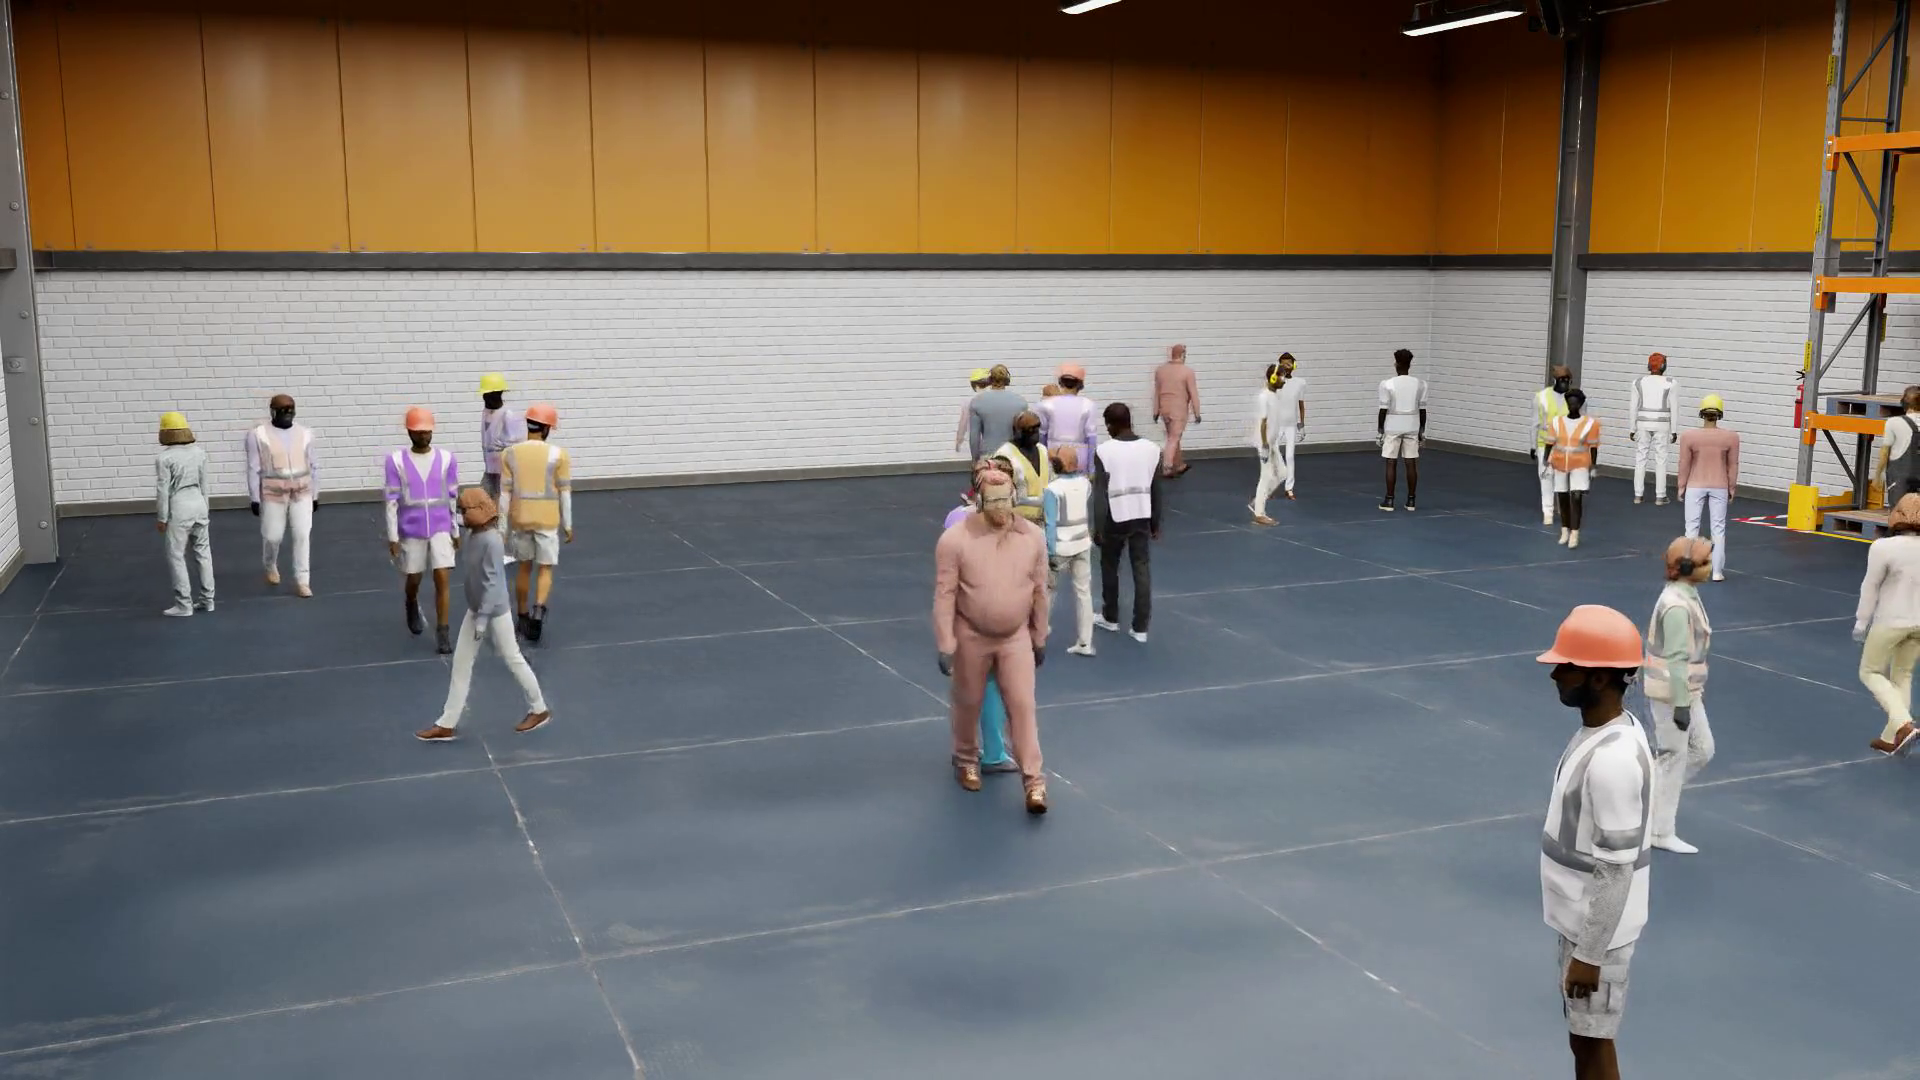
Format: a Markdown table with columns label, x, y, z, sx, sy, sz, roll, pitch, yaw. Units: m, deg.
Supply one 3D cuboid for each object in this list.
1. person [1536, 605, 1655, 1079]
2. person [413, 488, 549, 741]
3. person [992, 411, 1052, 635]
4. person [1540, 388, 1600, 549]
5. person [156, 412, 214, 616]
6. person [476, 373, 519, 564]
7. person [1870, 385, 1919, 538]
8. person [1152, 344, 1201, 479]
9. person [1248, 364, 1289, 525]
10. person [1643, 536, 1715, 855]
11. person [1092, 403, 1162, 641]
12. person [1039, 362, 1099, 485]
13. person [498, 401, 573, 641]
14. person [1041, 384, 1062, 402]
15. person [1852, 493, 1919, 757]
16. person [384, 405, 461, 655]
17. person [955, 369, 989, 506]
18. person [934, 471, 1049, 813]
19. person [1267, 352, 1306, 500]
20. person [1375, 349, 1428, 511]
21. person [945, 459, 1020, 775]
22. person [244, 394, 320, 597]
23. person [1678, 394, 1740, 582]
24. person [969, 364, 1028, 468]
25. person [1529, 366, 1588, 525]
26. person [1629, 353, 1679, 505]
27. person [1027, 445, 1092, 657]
| label | x | y | z | sx | sy | sz | roll | pitch | yaw |
| --- | --- | --- | --- | --- | --- | --- | --- | --- | --- |
| person | 1.930 | 1.156 | 5.151 | 0.358 | 1.938 | 0.548 | 3 | 10 | 16 |
| person | -2.982 | 0.461 | 10.406 | 0.854 | 1.587 | 0.514 | -8 | 12 | -41 |
| person | 0.529 | -0.112 | 13.166 | 0.517 | 1.825 | 0.659 | 9 | 13 | 42 |
| person | 6.379 | -0.749 | 17.461 | 0.547 | 1.671 | 0.681 | 7 | 12 | 35 |
| person | -6.612 | -0.224 | 14.148 | 0.331 | 1.734 | 0.486 | 5 | 10 | 26 |
| person | -4.591 | -0.689 | 16.377 | 0.501 | 1.912 | 0.623 | -9 | 13 | -43 |
| person | 9.264 | -0.605 | 16.233 | 0.518 | 1.814 | 0.931 | -1 | 9 | -4 |
| person | 3.082 | -1.802 | 23.311 | 0.678 | 1.855 | 0.976 | 9 | 13 | 44 |
| person | 3.554 | -1.085 | 18.992 | 0.409 | 1.847 | 0.566 | 5 | 10 | 26 |
| person | 3.625 | 0.779 | 8.361 | 0.371 | 1.624 | 0.541 | 5 | 11 | 27 |
| person | 1.306 | -0.165 | 13.350 | 0.644 | 1.867 | 0.856 | -3 | 10 | -19 |
| person | 1.094 | -0.791 | 16.771 | 0.621 | 1.988 | 1.007 | 2 | 10 | 10 |
| person | -3.381 | -0.139 | 13.140 | 0.562 | 1.906 | 0.780 | 0 | 9 | 3 |
| person | 1.103 | -1.006 | 19.315 | 0.831 | 1.600 | 0.515 | 6 | 11 | 33 |
| person | 5.640 | 0.528 | 9.922 | 0.517 | 1.612 | 0.453 | -1 | 9 | -4 |
| person | -4.175 | -0.107 | 12.923 | 0.551 | 1.914 | 0.842 | -4 | 10 | -25 |
| person | 0.200 | -1.198 | 20.043 | 0.549 | 1.714 | 0.891 | -7 | 11 | -35 |
| person | 0.190 | 0.550 | 9.107 | 0.667 | 1.846 | 0.962 | -2 | 10 | -10 |
| person | 4.120 | -1.438 | 21.084 | 0.520 | 1.869 | 0.333 | 1 | 9 | 8 |
| person | 5.333 | -1.329 | 20.121 | 0.618 | 1.962 | 0.361 | -1 | 9 | -4 |
| person | 0.120 | 0.447 | 9.728 | 0.377 | 1.841 | 0.567 | -8 | 12 | -41 |
| person | -6.089 | -0.412 | 14.986 | 0.637 | 1.826 | 0.698 | -7 | 12 | -36 |
| person | 6.997 | -0.481 | 15.588 | 0.523 | 1.769 | 0.309 | 3 | 10 | 16 |
| person | 0.407 | -0.876 | 17.459 | 0.628 | 1.940 | 0.373 | 0 | 9 | 0 |
| person | 6.849 | -1.082 | 19.065 | 0.633 | 1.827 | 0.429 | 3 | 10 | 15 |
| person | 8.621 | -1.380 | 20.671 | 0.573 | 1.887 | 0.354 | 7 | 11 | 35 |
| person | 0.743 | 0.069 | 12.727 | 0.526 | 1.605 | 0.782 | -8 | 12 | -39 |
